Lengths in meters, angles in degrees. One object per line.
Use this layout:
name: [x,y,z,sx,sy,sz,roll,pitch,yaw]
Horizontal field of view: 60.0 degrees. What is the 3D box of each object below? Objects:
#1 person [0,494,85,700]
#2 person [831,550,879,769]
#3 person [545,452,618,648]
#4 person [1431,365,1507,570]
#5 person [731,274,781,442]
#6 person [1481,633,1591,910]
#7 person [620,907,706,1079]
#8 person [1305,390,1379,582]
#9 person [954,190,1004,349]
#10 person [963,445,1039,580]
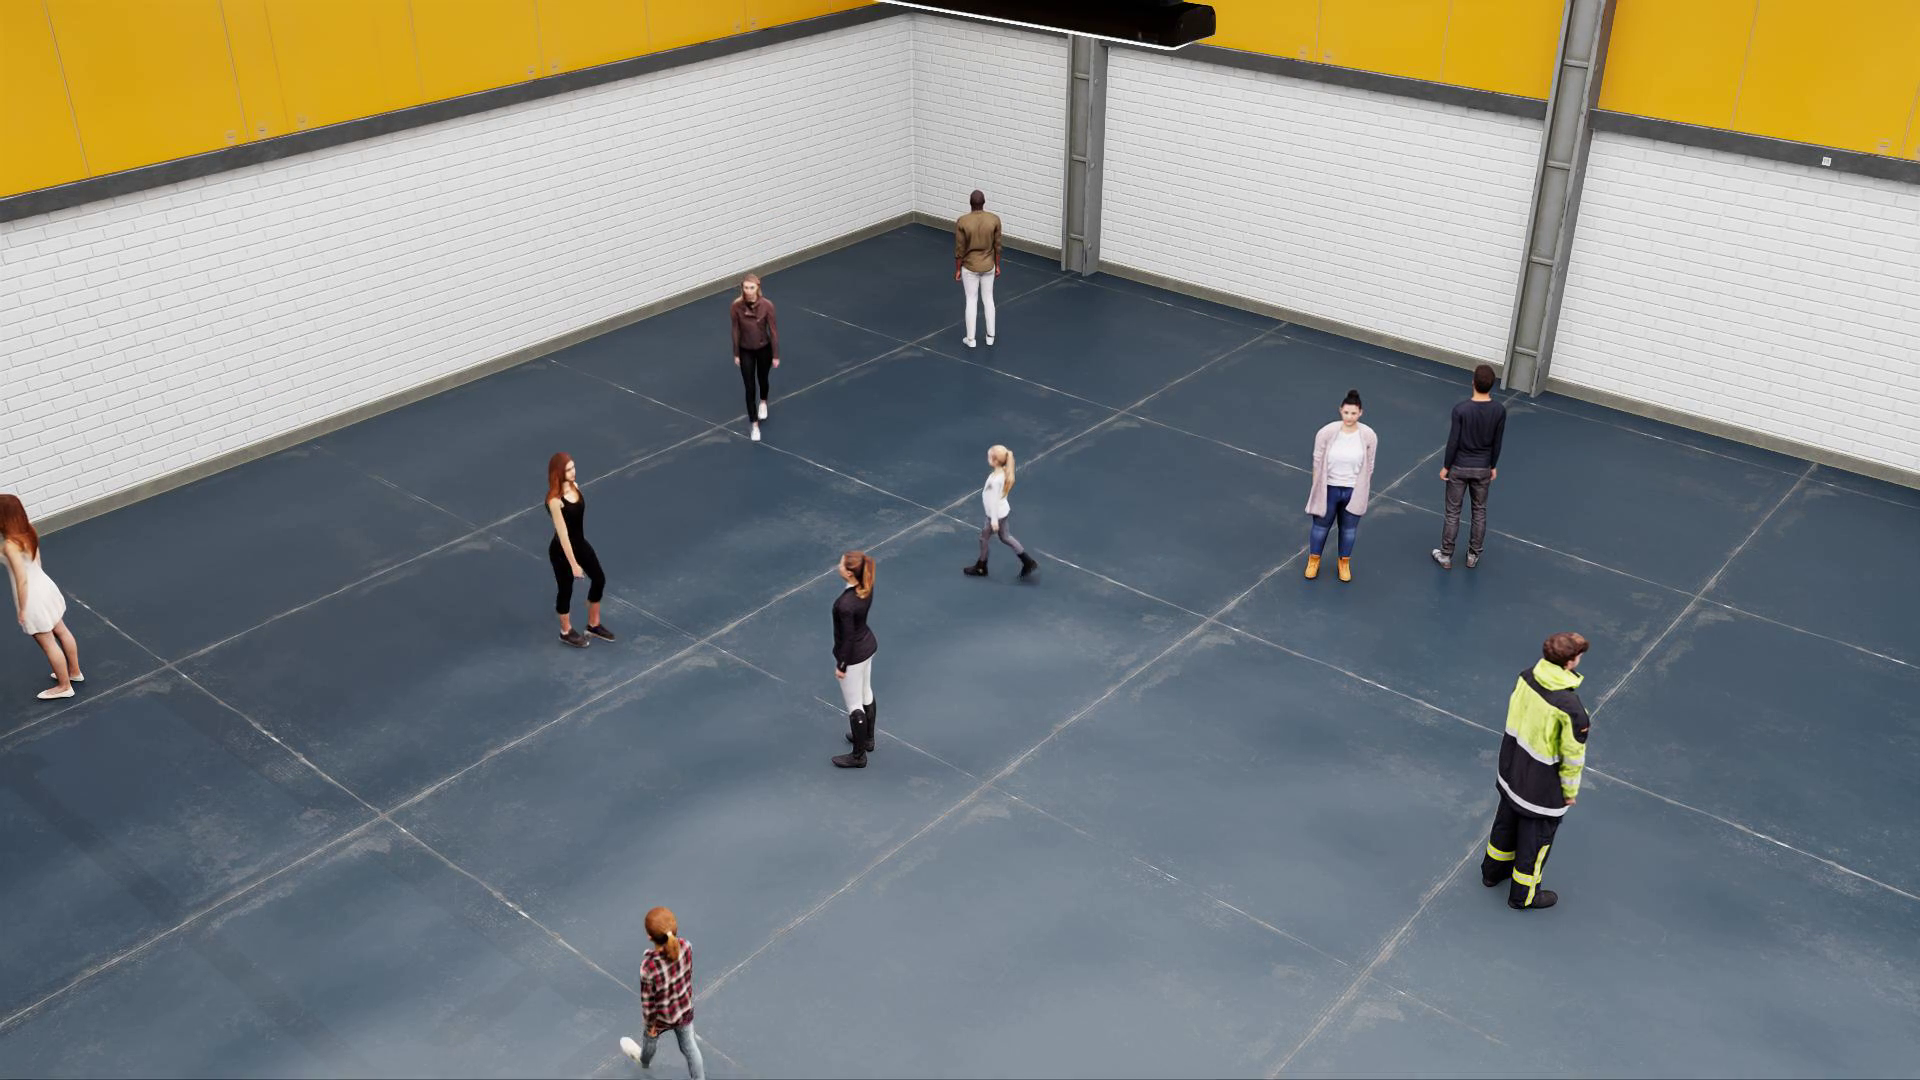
person: [-6.996,0.413,12.589,0.704,1.712,0.646,-2,29,-4]
person: [-0.743,0.832,11.802,0.665,1.729,0.644,9,30,15]
person: [-3.167,0.085,13.192,0.763,1.709,0.671,12,31,21]
person: [4.399,-0.620,14.318,0.699,1.870,0.778,0,29,0]
person: [-2.065,-1.914,16.910,1.083,1.659,1.143,-2,29,-4]
person: [3.635,1.424,10.453,0.930,1.982,0.780,-11,31,-20]
person: [-1.542,2.580,9.072,0.863,1.276,0.584,25,37,38]
person: [3.249,-0.470,14.175,0.742,1.743,0.855,5,29,10]
person: [0.213,-3.083,18.880,0.802,1.825,0.827,-6,29,-10]
person: [0.381,-0.216,14.212,0.940,1.261,0.697,10,30,17]
